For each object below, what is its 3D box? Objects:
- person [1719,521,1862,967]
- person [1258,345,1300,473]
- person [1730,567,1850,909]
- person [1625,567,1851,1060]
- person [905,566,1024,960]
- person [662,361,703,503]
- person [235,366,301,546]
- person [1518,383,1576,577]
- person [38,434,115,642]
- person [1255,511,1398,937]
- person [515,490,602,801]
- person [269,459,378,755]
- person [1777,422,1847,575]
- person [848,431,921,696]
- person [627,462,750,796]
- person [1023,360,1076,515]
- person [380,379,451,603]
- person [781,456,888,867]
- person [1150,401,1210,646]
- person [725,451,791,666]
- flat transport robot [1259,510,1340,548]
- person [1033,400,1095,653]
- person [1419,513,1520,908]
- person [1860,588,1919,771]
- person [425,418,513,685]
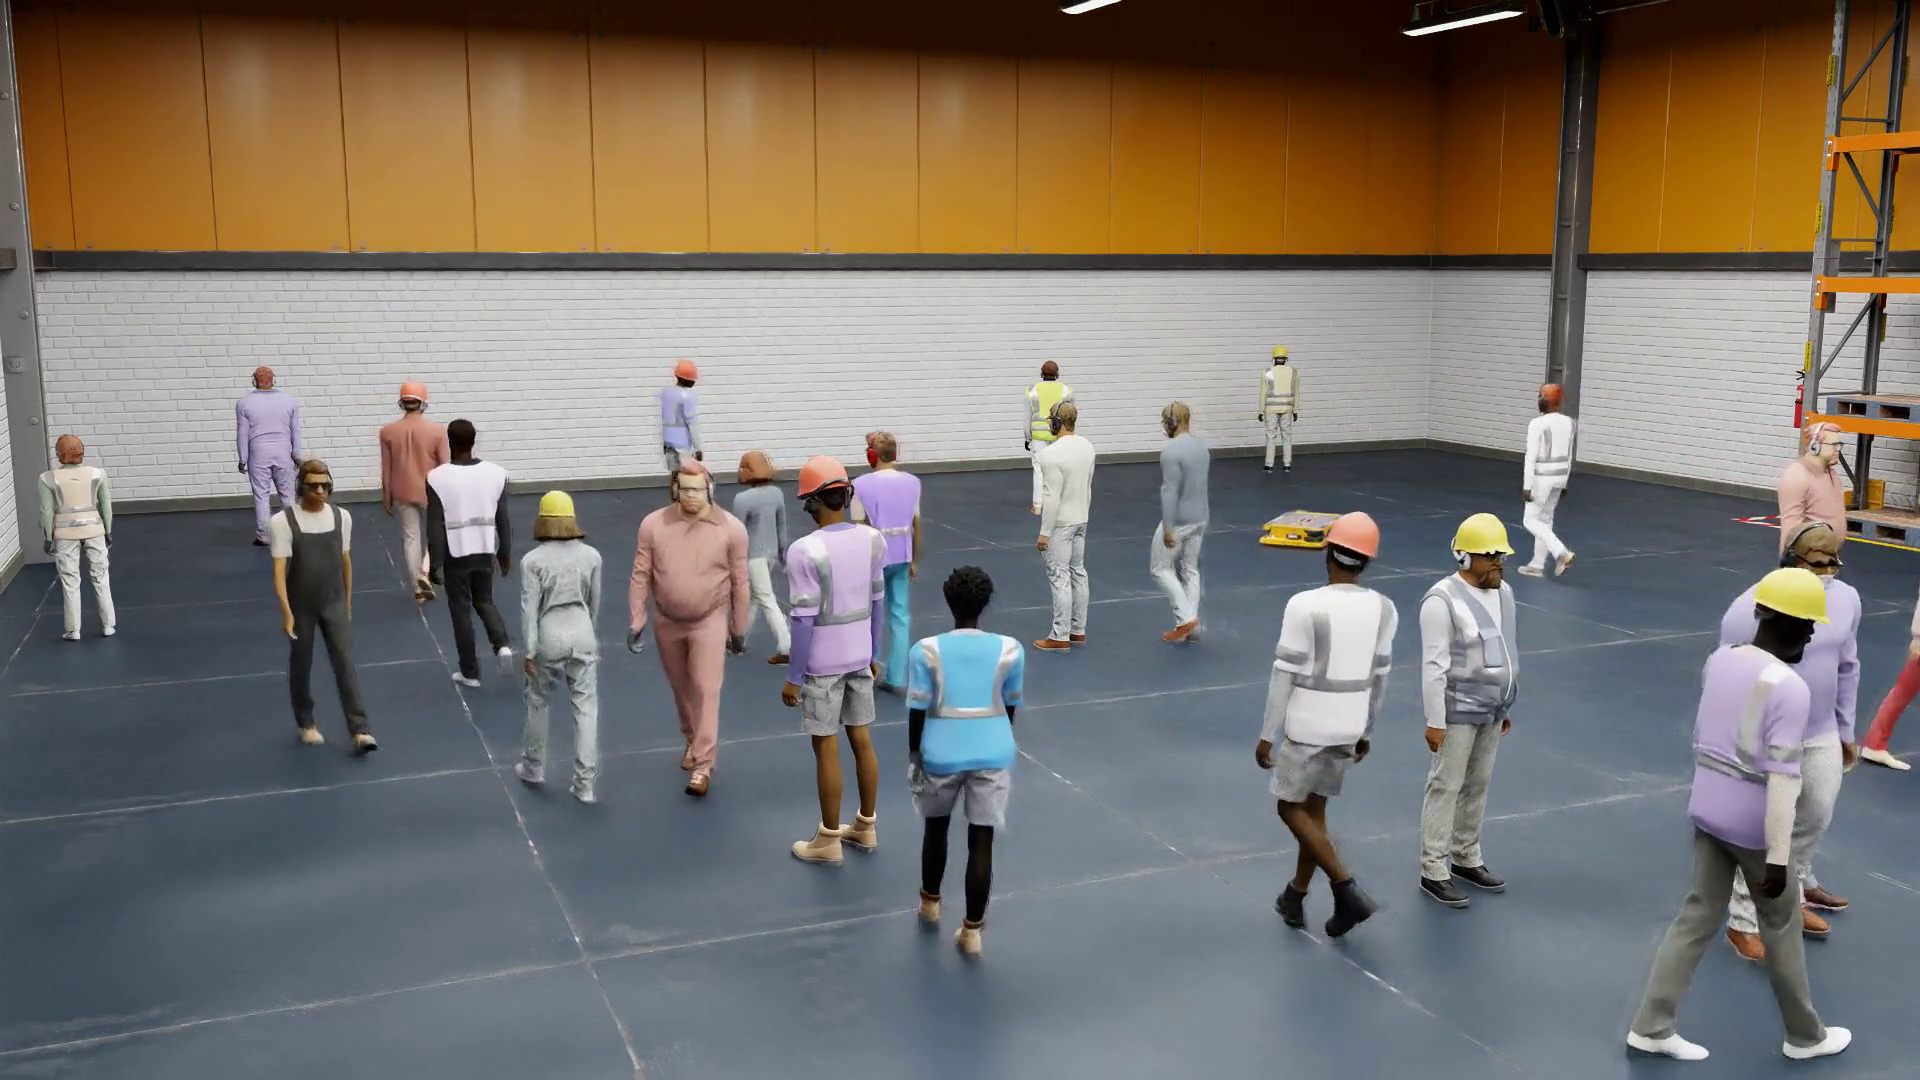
[{"bbox_3d":[3.519,0.839,7.141,0.743,1.915,0.525,-3,10,-15],"label":"person"},{"bbox_3d":[4.560,-1.875,23.832,0.601,1.830,0.404,-1,9,-8],"label":"person"},{"bbox_3d":[3.756,0.930,7.508,0.693,1.609,0.512,6,11,34],"label":"person"},{"bbox_3d":[2.906,1.027,6.151,0.868,1.872,0.608,-2,10,-10],"label":"person"},{"bbox_3d":[0.014,0.939,7.293,0.519,1.658,0.717,-1,9,-4],"label":"person"},{"bbox_3d":[-3.185,-1.085,18.883,0.668,1.891,0.458,9,13,43],"label":"person"},{"bbox_3d":[-7.330,-0.889,17.641,0.653,1.904,0.405,-7,12,-36],"label":"person"},{"bbox_3d":[5.558,-0.539,15.638,0.583,1.865,0.656,-5,11,-28],"label":"person"},{"bbox_3d":[-6.965,-0.016,13.146,0.512,1.642,0.312,-7,12,-37],"label":"person"},{"bbox_3d":[1.621,0.825,7.303,0.617,1.892,0.633,-4,10,-23],"label":"person"},{"bbox_3d":[-2.269,0.575,9.358,0.491,1.708,0.813,-6,11,-32],"label":"person"},{"bbox_3d":[-3.871,0.416,10.041,0.516,1.797,0.940,-7,12,-37],"label":"person"},{"bbox_3d":[5.843,0.139,11.414,0.651,1.904,0.403,-8,13,-41],"label":"person"},{"bbox_3d":[-0.577,0.153,11.540,0.596,1.826,0.643,-6,11,-32],"label":"person"},{"bbox_3d":[-1.549,0.483,9.482,0.648,1.857,0.963,1,9,7],"label":"person"},{"bbox_3d":[1.065,-1.215,19.807,0.629,1.843,0.429,0,9,-1],"label":"person"},{"bbox_3d":[-4.729,-0.406,14.481,0.624,1.976,0.576,-1,9,-4],"label":"person"},{"bbox_3d":[-0.641,0.597,8.247,0.392,2.033,0.605,9,13,42],"label":"person"},{"bbox_3d":[1.723,-0.122,12.979,0.439,1.910,0.660,7,12,38],"label":"person"},{"bbox_3d":[-1.532,0.131,12.412,0.847,1.582,0.515,6,11,33],"label":"person"},{"bbox_3d":[3.744,-0.129,17.971,0.652,0.197,1.431,4,10,25],"label":"flat transport robot"},{"bbox_3d":[0.795,-0.106,12.793,0.361,1.938,0.635,6,11,34],"label":"person"},{"bbox_3d":[2.384,0.778,7.756,0.600,1.830,0.404,-7,12,-38],"label":"person"},{"bbox_3d":[5.695,0.538,9.522,0.919,1.714,0.546,8,12,39],"label":"person"},{"bbox_3d":[-3.423,0.103,11.649,0.595,1.903,0.514,-9,13,-43],"label":"person"}]
